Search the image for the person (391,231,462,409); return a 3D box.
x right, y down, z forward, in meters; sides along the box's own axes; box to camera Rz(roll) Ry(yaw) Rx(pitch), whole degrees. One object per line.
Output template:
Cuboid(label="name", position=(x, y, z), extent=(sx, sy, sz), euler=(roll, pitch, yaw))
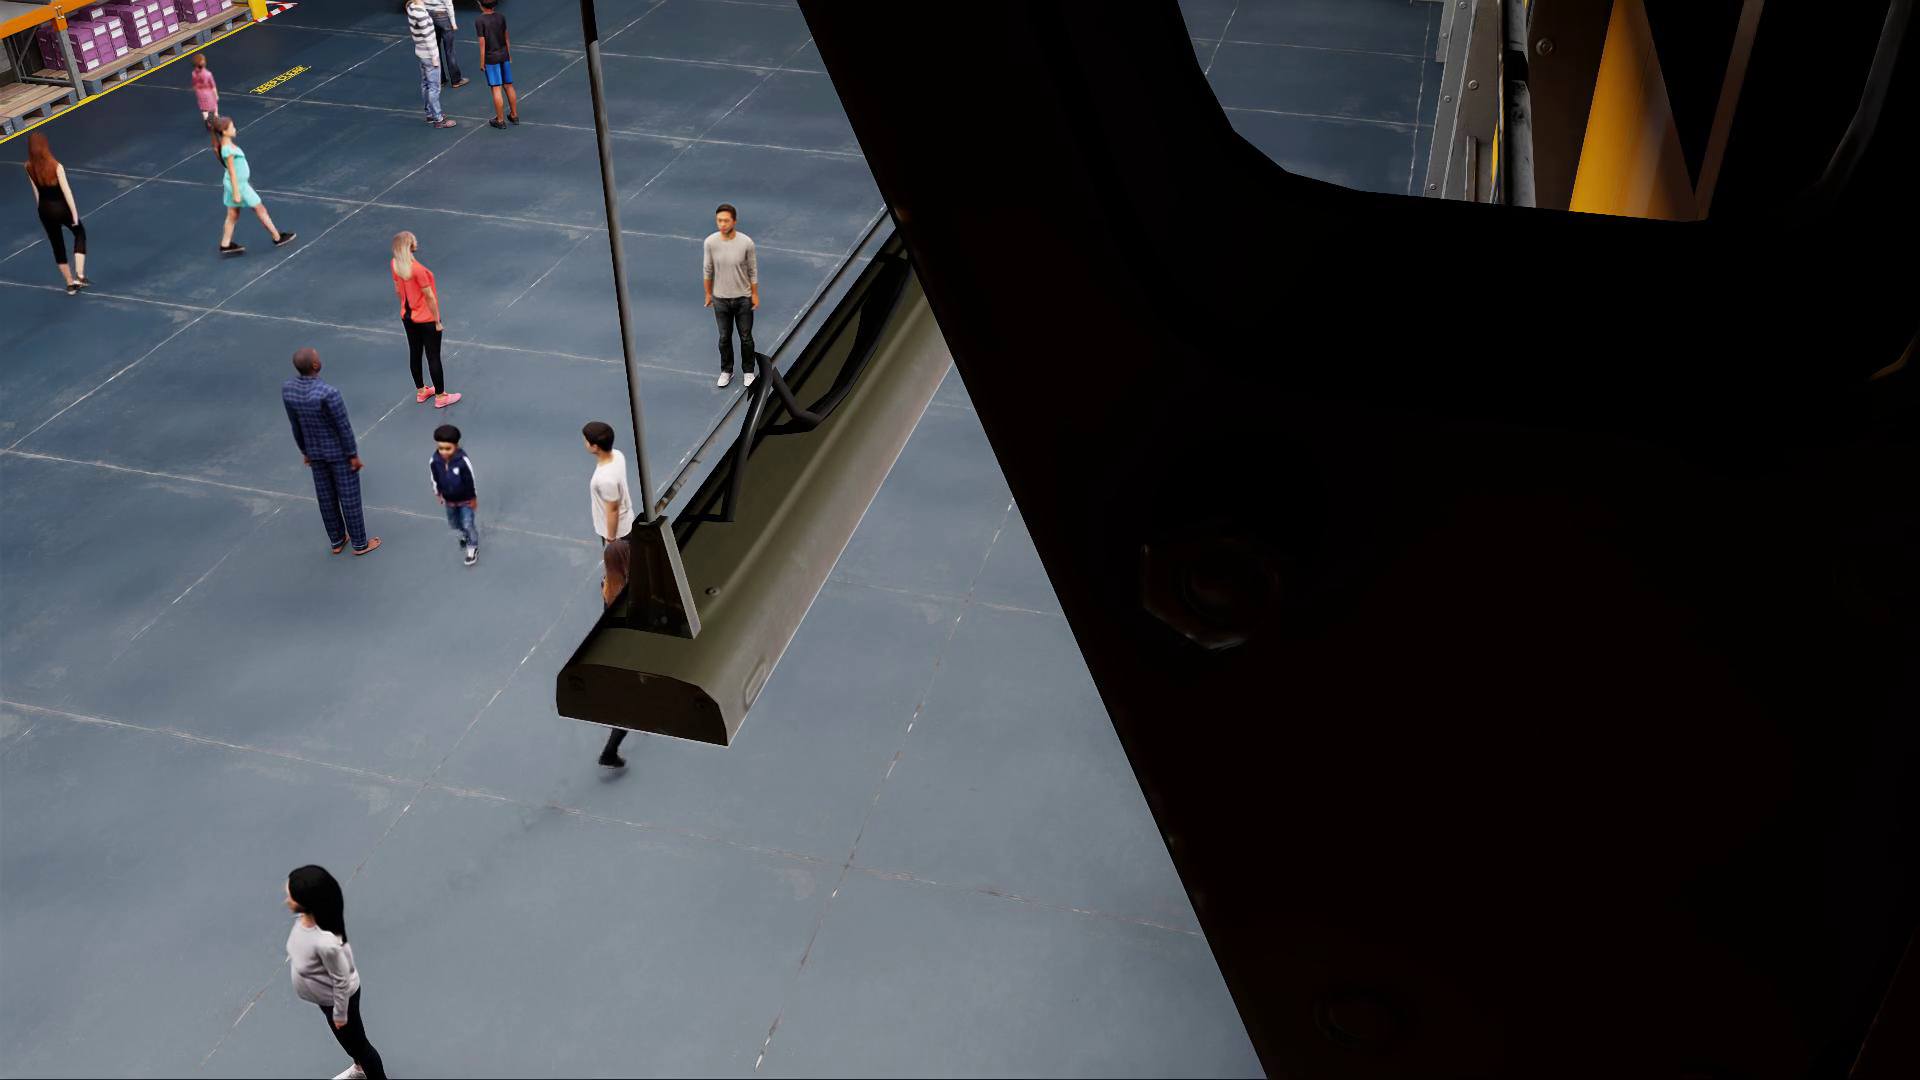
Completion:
Cuboid(label="person", position=(-4.969, -2.037, 15.284), extent=(0.653, 1.693, 0.623), euler=(19, 38, 26))

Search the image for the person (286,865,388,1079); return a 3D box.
Cuboid(label="person", position=(-3.262, 2.342, 8.690), extent=(0.748, 1.701, 0.713), euler=(-24, 40, -31))

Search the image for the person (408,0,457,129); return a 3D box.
Cuboid(label="person", position=(-6.917, -6.305, 21.562), extent=(0.759, 1.854, 0.714), euler=(-20, 38, -27))

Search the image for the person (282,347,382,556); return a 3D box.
Cuboid(label="person", position=(-4.997, -0.701, 13.157), extent=(0.660, 1.824, 0.581), euler=(8, 34, 12))

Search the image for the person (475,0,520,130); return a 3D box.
Cuboid(label="person", position=(-6.001, -6.244, 21.519), extent=(0.770, 1.798, 0.668), euler=(28, 43, 35))

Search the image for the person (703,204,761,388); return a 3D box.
Cuboid(label="person", position=(-2.124, -2.298, 15.571), extent=(0.713, 1.811, 0.625), euler=(0, 34, 1))

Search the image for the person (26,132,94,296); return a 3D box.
Cuboid(label="person", position=(-9.390, -3.338, 17.224), extent=(0.696, 1.713, 0.725), euler=(-2, 34, -4))

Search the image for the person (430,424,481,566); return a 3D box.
Cuboid(label="person", position=(-3.980, -0.397, 13.250), extent=(0.567, 1.216, 0.627), euler=(2, 34, 4))

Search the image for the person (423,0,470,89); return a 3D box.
Cuboid(label="person", position=(-7.177, -7.168, 22.890), extent=(0.637, 1.820, 0.544), euler=(9, 35, 13))

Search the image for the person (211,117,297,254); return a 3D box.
Cuboid(label="person", position=(-7.954, -3.835, 18.147), extent=(1.072, 1.519, 0.998), euler=(-18, 38, -25))

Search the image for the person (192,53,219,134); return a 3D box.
Cuboid(label="person", position=(-9.782, -5.773, 21.521), extent=(0.598, 1.012, 0.716), euler=(-7, 34, -10))

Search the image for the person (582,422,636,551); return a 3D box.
Cuboid(label="person", position=(-2.562, -0.139, 12.407), extent=(0.747, 1.718, 0.583), euler=(-2, 34, -2))
